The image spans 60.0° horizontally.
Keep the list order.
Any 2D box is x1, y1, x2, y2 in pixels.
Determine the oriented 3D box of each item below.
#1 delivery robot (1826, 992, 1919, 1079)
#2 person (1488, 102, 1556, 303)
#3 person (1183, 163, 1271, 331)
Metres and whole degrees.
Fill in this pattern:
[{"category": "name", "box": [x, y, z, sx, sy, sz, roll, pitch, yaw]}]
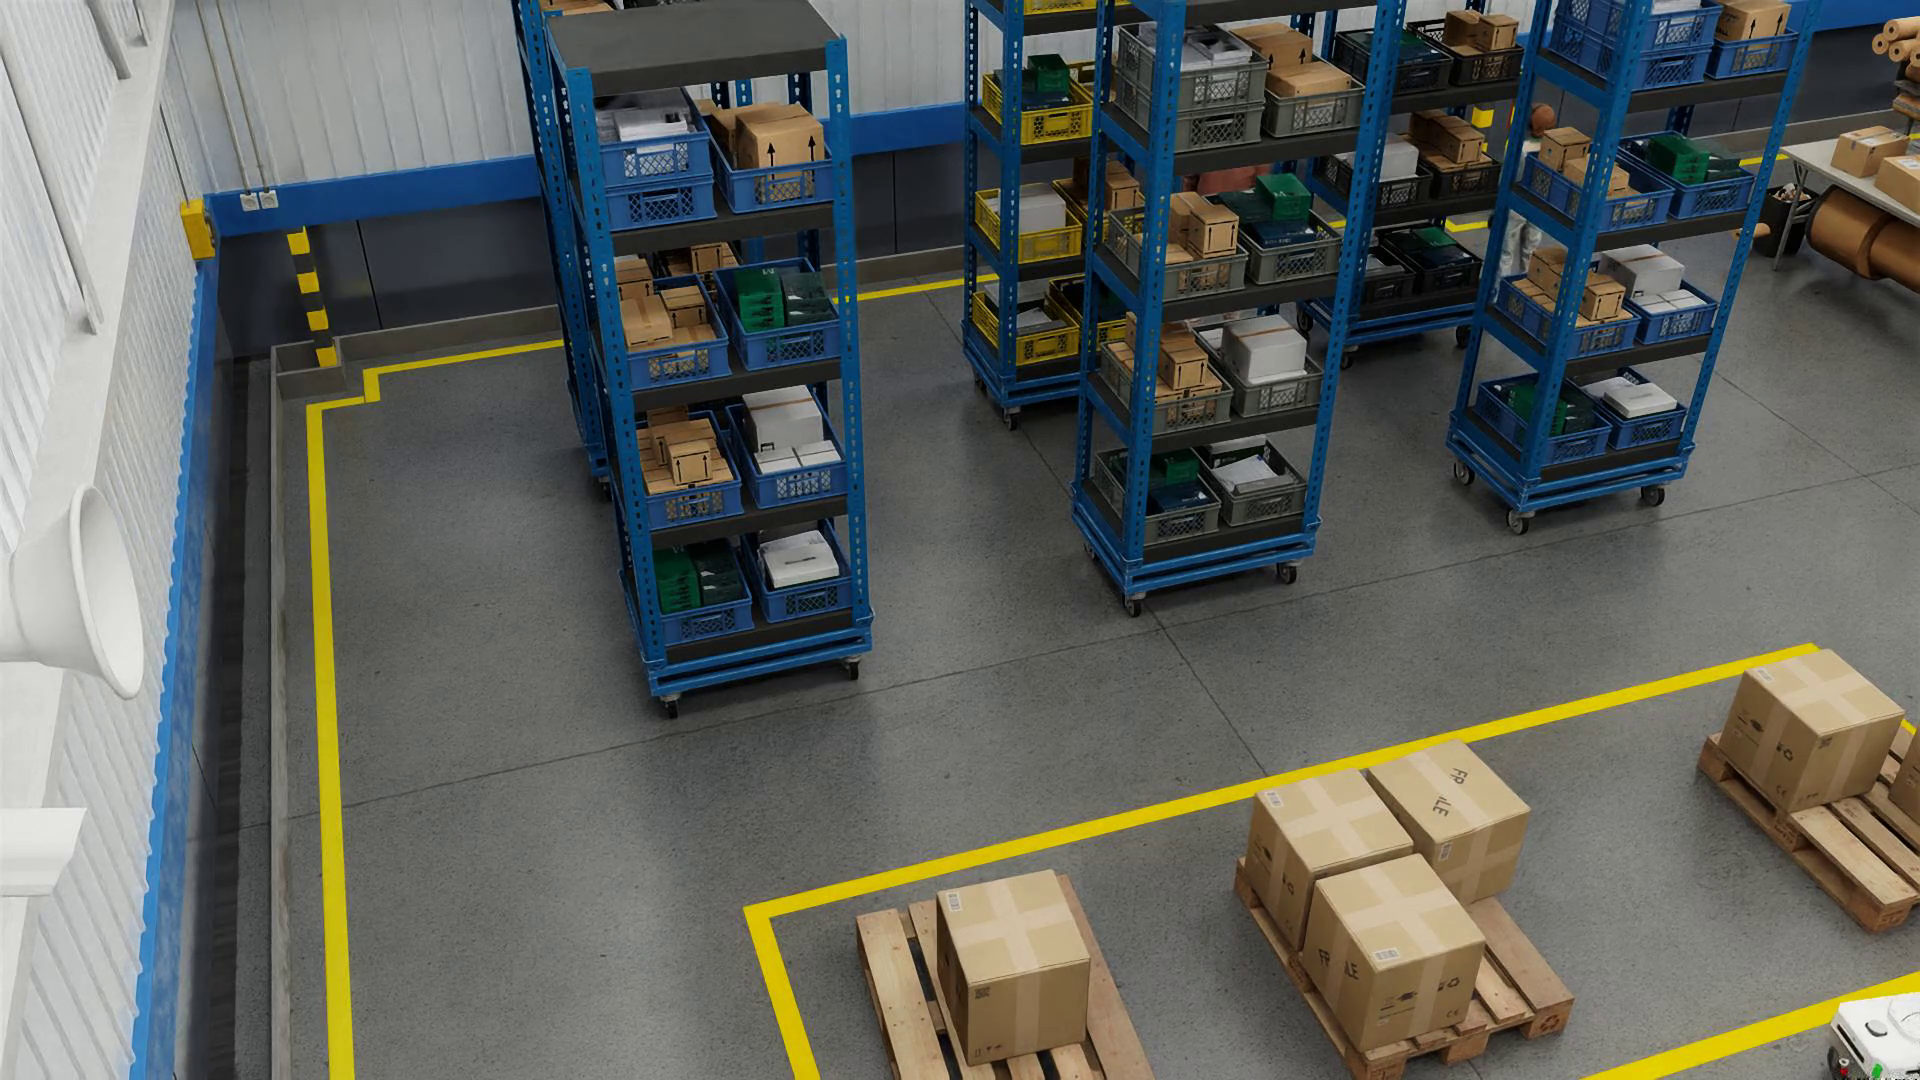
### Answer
[{"category": "delivery robot", "box": [3.960, 2.038, 6.819, 0.707, 0.478, 0.477, -5, 36, -7]}, {"category": "person", "box": [4.156, -2.418, 12.289, 0.521, 1.632, 0.313, -11, 37, -15]}, {"category": "person", "box": [1.819, -2.186, 11.648, 0.625, 1.990, 0.395, 18, 39, 24]}]
